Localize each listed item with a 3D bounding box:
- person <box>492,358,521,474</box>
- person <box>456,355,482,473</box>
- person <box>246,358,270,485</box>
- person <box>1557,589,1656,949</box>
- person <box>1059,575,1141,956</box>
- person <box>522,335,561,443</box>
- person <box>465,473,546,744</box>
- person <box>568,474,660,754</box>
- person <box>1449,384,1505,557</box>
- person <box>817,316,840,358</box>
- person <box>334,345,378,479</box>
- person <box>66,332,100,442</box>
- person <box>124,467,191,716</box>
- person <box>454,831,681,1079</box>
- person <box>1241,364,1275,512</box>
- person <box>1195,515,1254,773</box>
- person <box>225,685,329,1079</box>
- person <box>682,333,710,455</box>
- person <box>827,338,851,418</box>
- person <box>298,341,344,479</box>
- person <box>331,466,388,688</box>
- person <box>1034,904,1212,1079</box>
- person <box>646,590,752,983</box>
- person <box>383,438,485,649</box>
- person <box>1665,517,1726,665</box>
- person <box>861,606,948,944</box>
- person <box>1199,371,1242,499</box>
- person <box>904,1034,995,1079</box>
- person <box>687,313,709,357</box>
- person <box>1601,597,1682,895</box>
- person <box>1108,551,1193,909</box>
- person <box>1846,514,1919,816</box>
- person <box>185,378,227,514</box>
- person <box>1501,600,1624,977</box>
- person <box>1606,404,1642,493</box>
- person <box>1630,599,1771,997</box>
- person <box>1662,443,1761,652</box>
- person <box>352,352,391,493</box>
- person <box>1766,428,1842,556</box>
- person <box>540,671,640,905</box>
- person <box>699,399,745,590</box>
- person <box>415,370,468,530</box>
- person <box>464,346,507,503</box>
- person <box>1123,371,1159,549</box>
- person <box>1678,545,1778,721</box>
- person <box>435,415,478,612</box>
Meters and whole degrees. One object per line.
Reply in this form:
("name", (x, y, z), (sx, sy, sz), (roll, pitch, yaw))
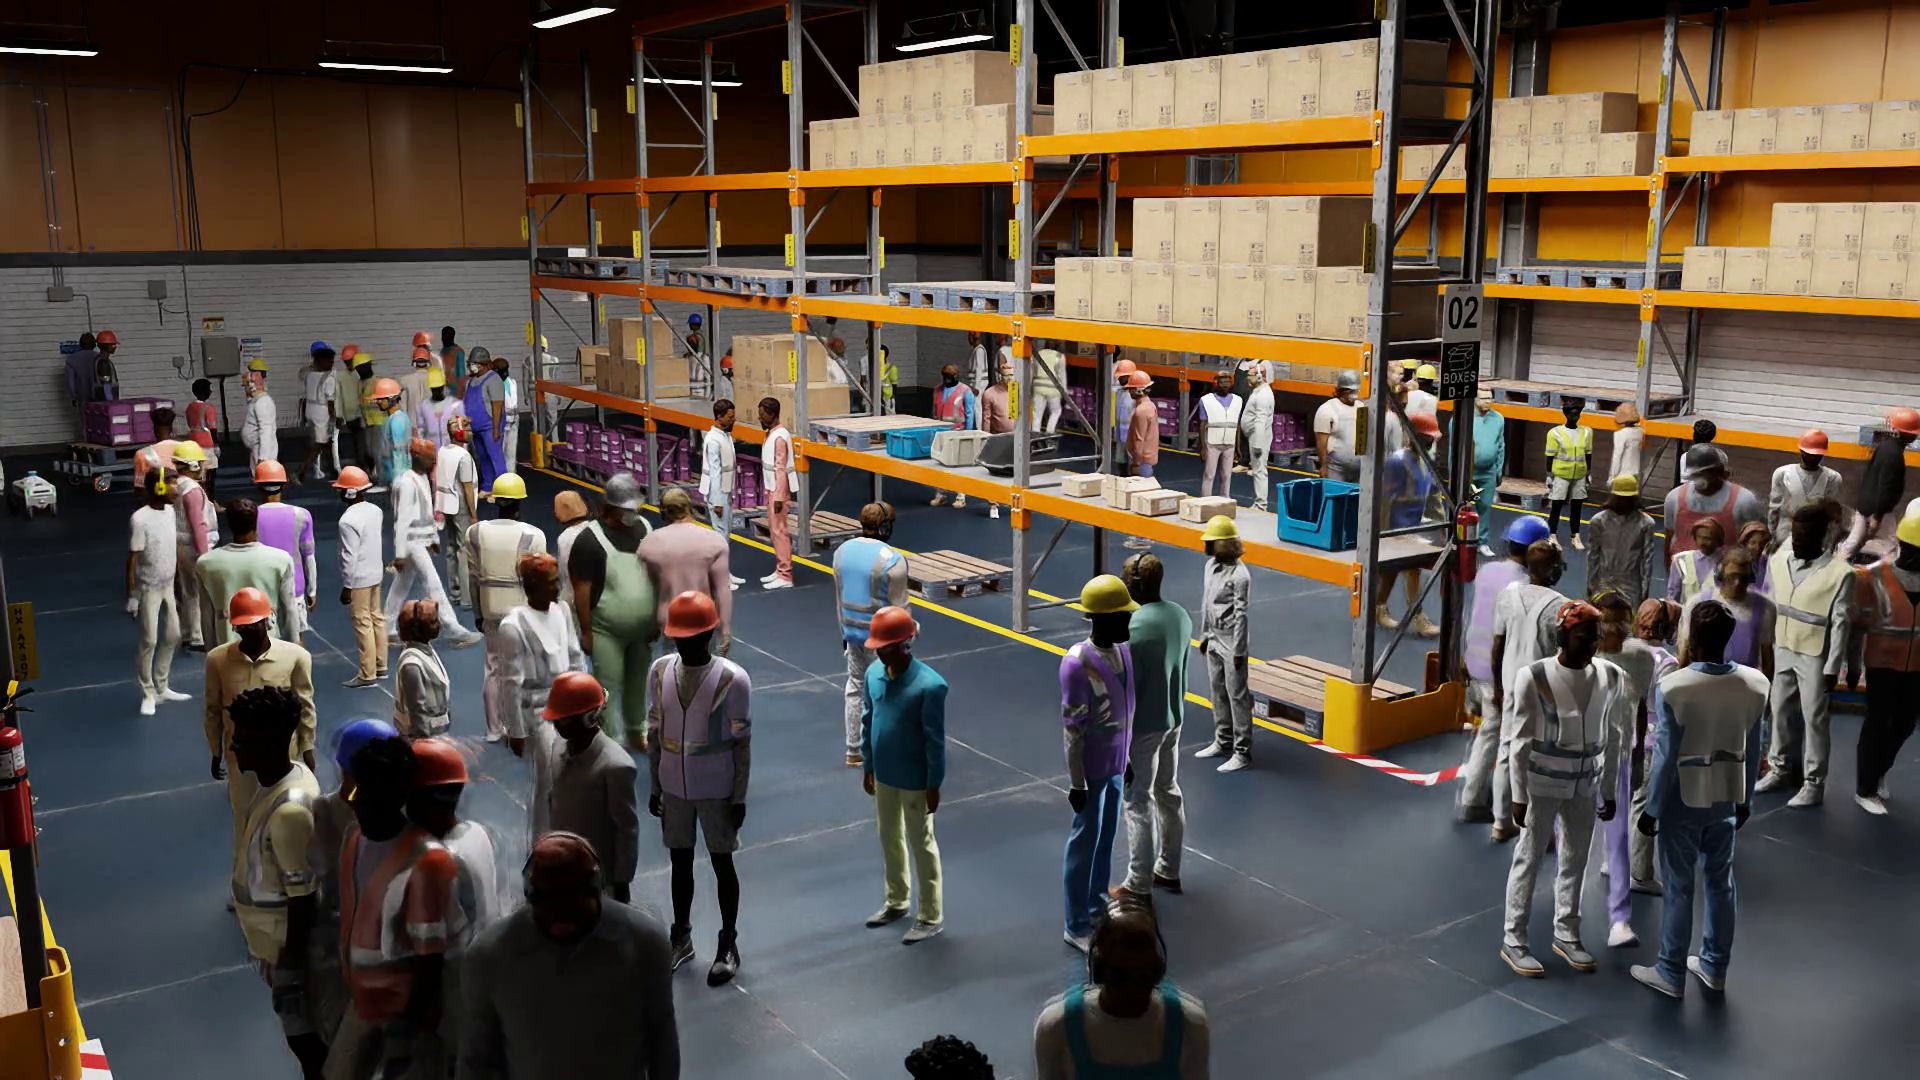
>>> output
("person", (-6.077, -1.505, 22.110), (0.431, 1.836, 0.623), (5, 12, 25))
("person", (-7.066, -1.855, 24.194), (0.535, 1.711, 0.939), (-7, 13, -31))
("person", (-9.626, -1.628, 22.914), (0.337, 1.757, 0.518), (0, 11, 2))
("person", (3.298, 1.151, 8.555), (0.528, 1.813, 0.978), (1, 11, 7))
("person", (0.712, 1.119, 8.406), (0.352, 1.930, 0.594), (7, 13, 31))
("person", (-6.558, -2.291, 26.110), (0.591, 1.833, 0.404), (-2, 11, -12))
("person", (-3.156, 0.485, 11.685), (0.583, 1.921, 0.394), (1, 11, 6))
("person", (-2.244, 0.521, 11.186), (0.594, 2.000, 0.684), (10, 15, 42))
("person", (5.607, -0.742, 18.034), (0.641, 1.898, 0.398), (-2, 11, -12))
("person", (-2.575, -3.584, 32.530), (0.663, 1.920, 0.837), (10, 15, 41))
("person", (-8.329, -1.747, 23.087), (0.607, 1.947, 1.013), (2, 11, 11))
("person", (-13.179, -2.179, 25.264), (0.636, 1.938, 0.354), (-2, 11, -10))
("person", (-6.007, 0.377, 12.434), (0.378, 1.849, 0.630), (2, 11, 8))
("person", (-1.166, 1.816, 4.972), (0.658, 1.888, 0.726), (-2, 11, -9))
("person", (3.653, -1.222, 20.480), (0.400, 1.901, 0.647), (2, 11, 8))
("person", (1.764, 0.687, 11.134), (0.362, 1.736, 0.485), (-4, 12, -19))
("person", (-2.562, 1.503, 6.346), (0.366, 1.967, 0.603), (-5, 12, -23))
("person", (-4.112, -2.266, 25.847), (0.584, 1.882, 0.337), (8, 14, 35))
("person", (-1.883, -2.103, 25.064), (0.423, 1.871, 0.608), (9, 14, 38))
("person", (-8.965, -1.817, 23.388), (0.614, 1.947, 0.388), (1, 11, 4))
("person", (-4.736, 0.285, 13.119), (0.322, 1.755, 0.565), (1, 11, 4))
("person", (0.465, 1.876, 4.864), (0.518, 1.812, 0.915), (-1, 11, -6))
("person", (-1.272, 1.186, 8.045), (0.542, 1.938, 0.358), (3, 12, 17))
("person", (-4.567, 0.037, 14.180), (0.991, 1.826, 0.675), (-2, 11, -9))
("person", (5.192, 0.640, 11.631), (0.523, 1.631, 0.314), (10, 15, 42))
("person", (-0.310, 1.187, 8.549), (0.577, 1.738, 0.354), (11, 15, 43))
("person", (3.145, -1.133, 20.148), (0.565, 1.846, 0.390), (-4, 12, -19))
("person", (-0.027, 2.054, 4.223), (0.318, 1.697, 0.535), (-11, 15, -43))
("person", (-4.717, -3.107, 29.991), (0.406, 1.946, 0.608), (0, 11, -2))
("person", (3.768, 1.119, 9.156), (0.311, 1.639, 0.521), (-2, 11, -10))
("person", (1.007, 1.014, 8.956), (0.376, 1.931, 0.629), (9, 14, 39))
("person", (5.852, 0.752, 10.413), (0.607, 1.903, 0.570), (0, 11, 1))
("person", (-9.416, -1.167, 20.733), (0.529, 1.689, 0.321), (8, 13, 35))
("person", (2.938, 1.207, 8.115), (0.571, 1.876, 0.346), (-2, 11, -12))
("person", (7.440, -0.704, 18.567), (0.588, 1.620, 0.297), (-9, 14, -39))
("person", (3.514, 1.226, 7.889), (0.596, 1.918, 0.380), (-3, 11, -16))
("person", (5.816, 0.185, 12.903), (0.721, 2.000, 0.822), (7, 13, 33))
("person", (-7.810, -1.595, 22.400), (0.656, 1.895, 0.605), (10, 15, 43))
("person", (7.172, -0.001, 14.163), (0.549, 1.925, 0.389), (4, 12, 21))
("person", (-1.648, 1.419, 7.330), (0.573, 1.746, 0.346), (10, 15, 43))
("person", (-2.382, -0.455, 16.527), (0.401, 1.909, 0.599), (0, 11, 1))
("person", (-6.174, -1.101, 19.882), (0.587, 1.902, 0.771), (-3, 11, -13))
("person", (-6.178, -1.509, 21.573), (0.536, 2.000, 0.684), (-10, 15, -42))
("person", (2.015, -0.897, 18.592), (0.408, 1.987, 0.614), (3, 11, 14))
("person", (4.553, 0.878, 9.944), (0.532, 1.817, 0.714), (3, 11, 14))
("person", (-4.707, -0.249, 15.623), (0.373, 1.843, 0.571), (-10, 15, -41))
